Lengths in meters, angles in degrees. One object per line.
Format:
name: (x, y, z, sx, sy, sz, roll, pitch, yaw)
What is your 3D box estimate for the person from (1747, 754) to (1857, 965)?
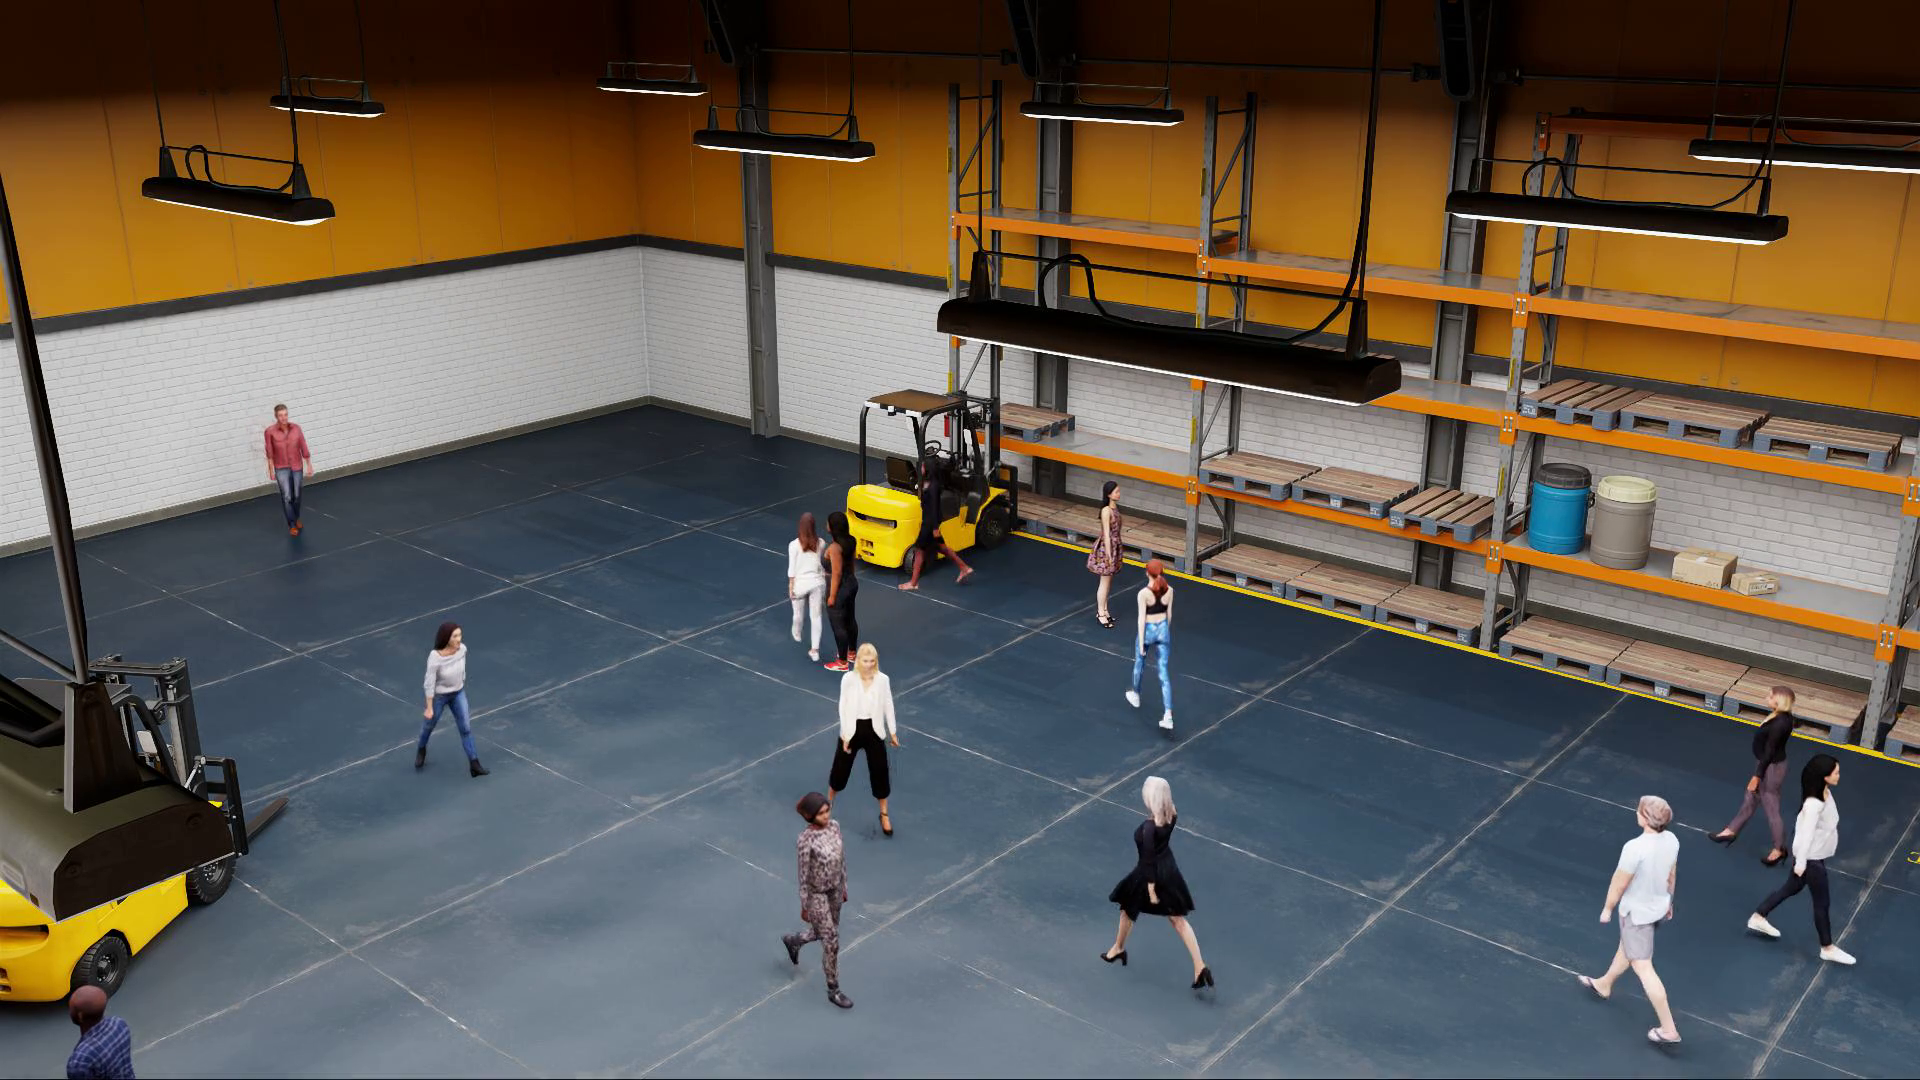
person: (6.554, 2.443, 12.996, 1.058, 1.663, 0.733, 11, 22, 30)

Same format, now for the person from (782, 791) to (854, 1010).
person: (-1.068, 2.632, 12.384, 0.992, 1.695, 0.591, 17, 25, 40)

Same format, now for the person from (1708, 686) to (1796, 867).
person: (7.003, 2.044, 14.209, 0.921, 1.645, 0.702, 11, 22, 30)

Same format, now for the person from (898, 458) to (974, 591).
person: (-0.264, -0.179, 20.755, 1.188, 1.681, 1.192, -4, 19, -11)

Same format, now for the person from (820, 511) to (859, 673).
person: (-1.314, 0.549, 18.383, 0.725, 1.815, 0.754, 7, 20, 21)

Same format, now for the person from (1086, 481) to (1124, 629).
person: (1.764, 0.155, 19.617, 0.804, 1.774, 0.776, 5, 19, 15)

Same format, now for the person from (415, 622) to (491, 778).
person: (-4.970, 1.518, 15.886, 1.096, 1.572, 0.671, 16, 24, 39)

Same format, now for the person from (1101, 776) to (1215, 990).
person: (1.554, 2.600, 12.479, 1.192, 1.695, 0.582, 14, 23, 35)

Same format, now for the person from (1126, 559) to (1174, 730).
person: (2.020, 1.084, 16.915, 1.073, 1.737, 1.254, -4, 19, -13)

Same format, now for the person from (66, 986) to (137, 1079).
person: (-5.007, 3.424, 9.841, 0.795, 1.818, 0.761, 1, 19, 4)

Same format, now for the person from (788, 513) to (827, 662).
person: (-1.664, 0.557, 18.632, 0.968, 1.641, 1.155, -6, 20, -19)

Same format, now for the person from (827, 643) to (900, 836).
person: (-0.826, 1.767, 14.726, 0.994, 1.840, 1.031, -3, 19, -10)

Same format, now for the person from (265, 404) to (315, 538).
person: (-9.318, -1.007, 23.016, 0.826, 1.806, 1.008, -15, 24, -37)

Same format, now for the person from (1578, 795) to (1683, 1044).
person: (4.968, 2.736, 11.928, 0.987, 1.790, 1.303, -9, 21, -25)
